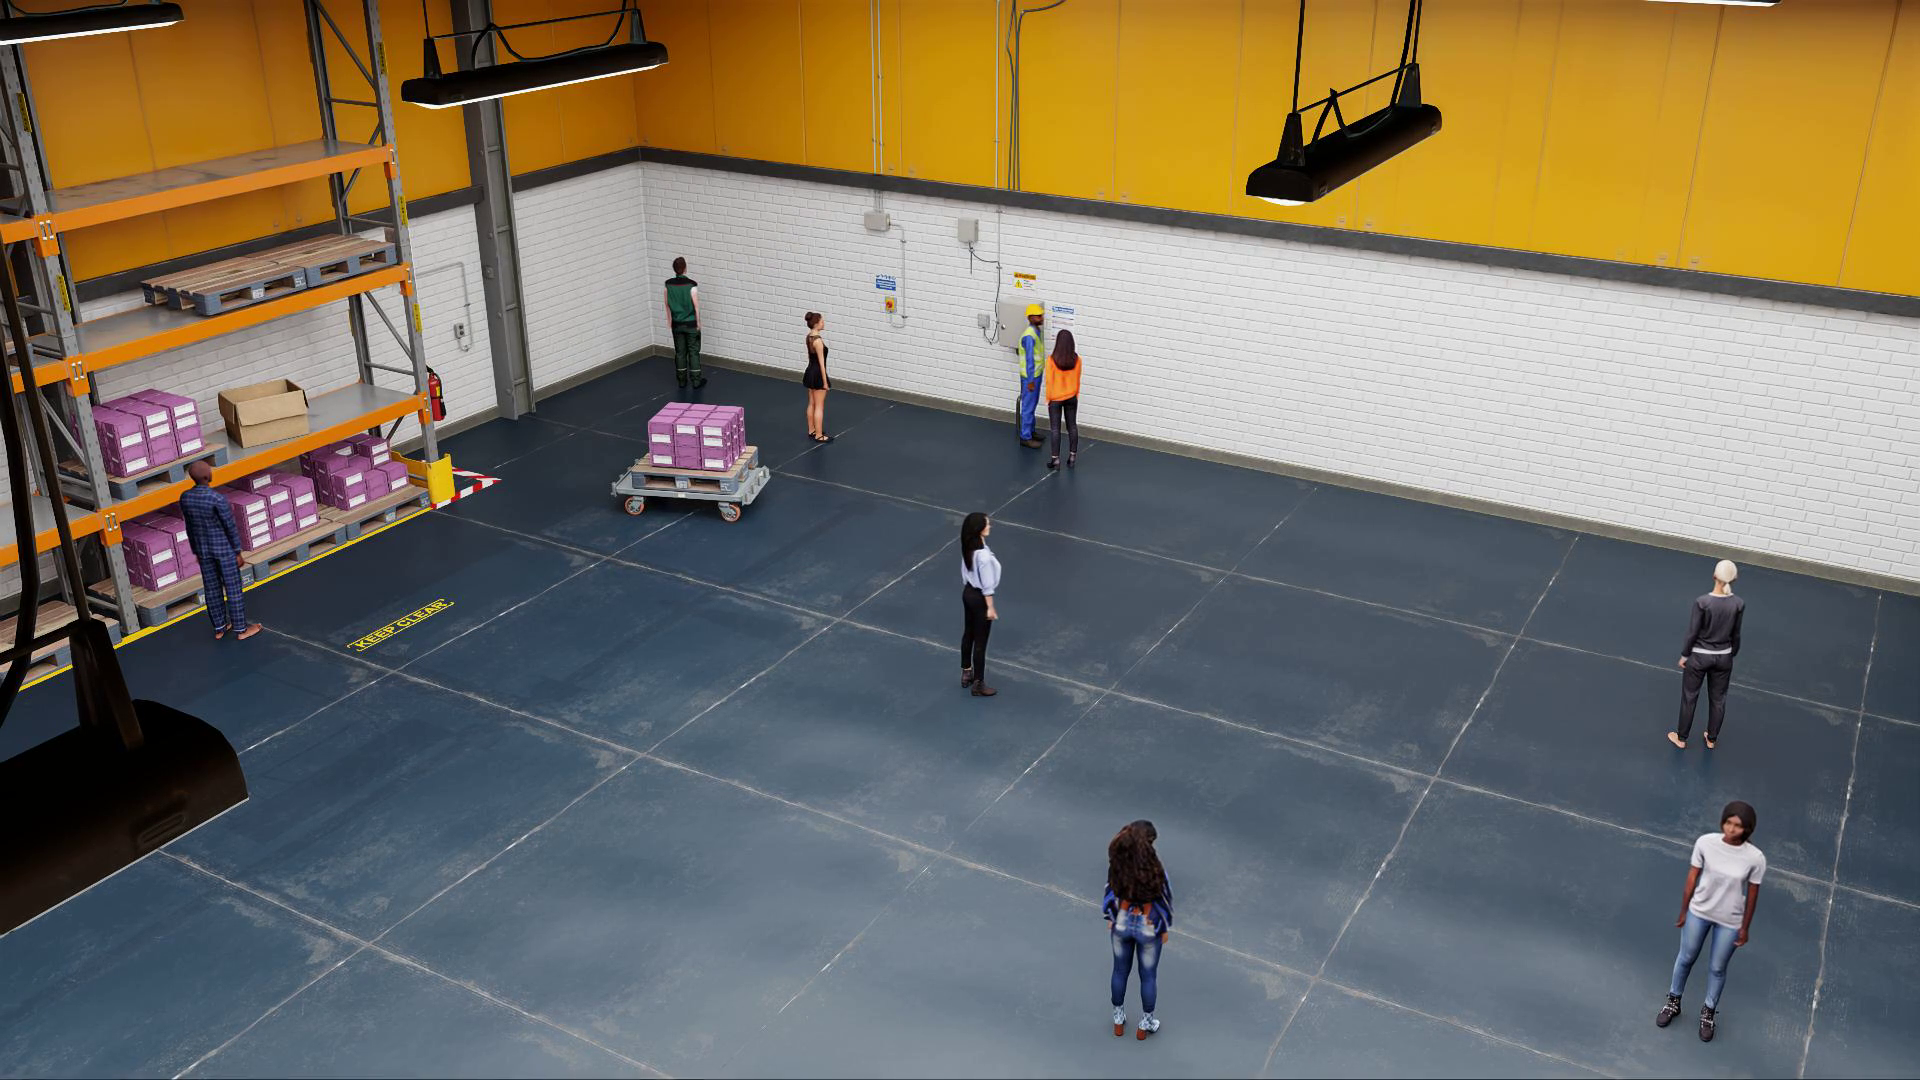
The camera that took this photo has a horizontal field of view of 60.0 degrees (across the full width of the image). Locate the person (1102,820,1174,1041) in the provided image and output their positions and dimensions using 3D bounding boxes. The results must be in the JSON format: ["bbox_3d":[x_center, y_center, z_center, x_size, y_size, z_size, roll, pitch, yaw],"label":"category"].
[{"bbox_3d":[1.135,2.487,10.662,0.623,1.614,0.572,10,26,22],"label":"person"}]

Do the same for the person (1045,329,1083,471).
[{"bbox_3d":[1.242,-1.701,20.077,0.687,1.749,0.768,-9,25,-19],"label":"person"}]

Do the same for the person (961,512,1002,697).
[{"bbox_3d":[0.152,0.561,14.908,0.753,1.743,0.731,-10,26,-22],"label":"person"}]

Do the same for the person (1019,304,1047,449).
[{"bbox_3d":[0.910,-2.083,20.869,0.769,1.813,0.595,7,25,16],"label":"person"}]

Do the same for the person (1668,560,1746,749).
[{"bbox_3d":[6.323,0.960,14.017,0.679,1.726,0.662,2,24,5],"label":"person"}]

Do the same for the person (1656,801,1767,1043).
[{"bbox_3d":[4.849,2.424,10.677,0.593,1.719,0.538,15,28,31],"label":"person"}]

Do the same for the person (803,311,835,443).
[{"bbox_3d":[-1.810,-2.073,21.020,0.712,1.674,0.677,-11,26,-24],"label":"person"}]

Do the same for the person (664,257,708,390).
[{"bbox_3d":[-3.793,-3.006,22.944,0.711,1.842,0.686,5,24,12],"label":"person"}]

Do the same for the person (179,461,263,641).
[{"bbox_3d":[-7.106,0.093,15.885,0.741,1.819,0.726,4,24,9],"label":"person"}]
